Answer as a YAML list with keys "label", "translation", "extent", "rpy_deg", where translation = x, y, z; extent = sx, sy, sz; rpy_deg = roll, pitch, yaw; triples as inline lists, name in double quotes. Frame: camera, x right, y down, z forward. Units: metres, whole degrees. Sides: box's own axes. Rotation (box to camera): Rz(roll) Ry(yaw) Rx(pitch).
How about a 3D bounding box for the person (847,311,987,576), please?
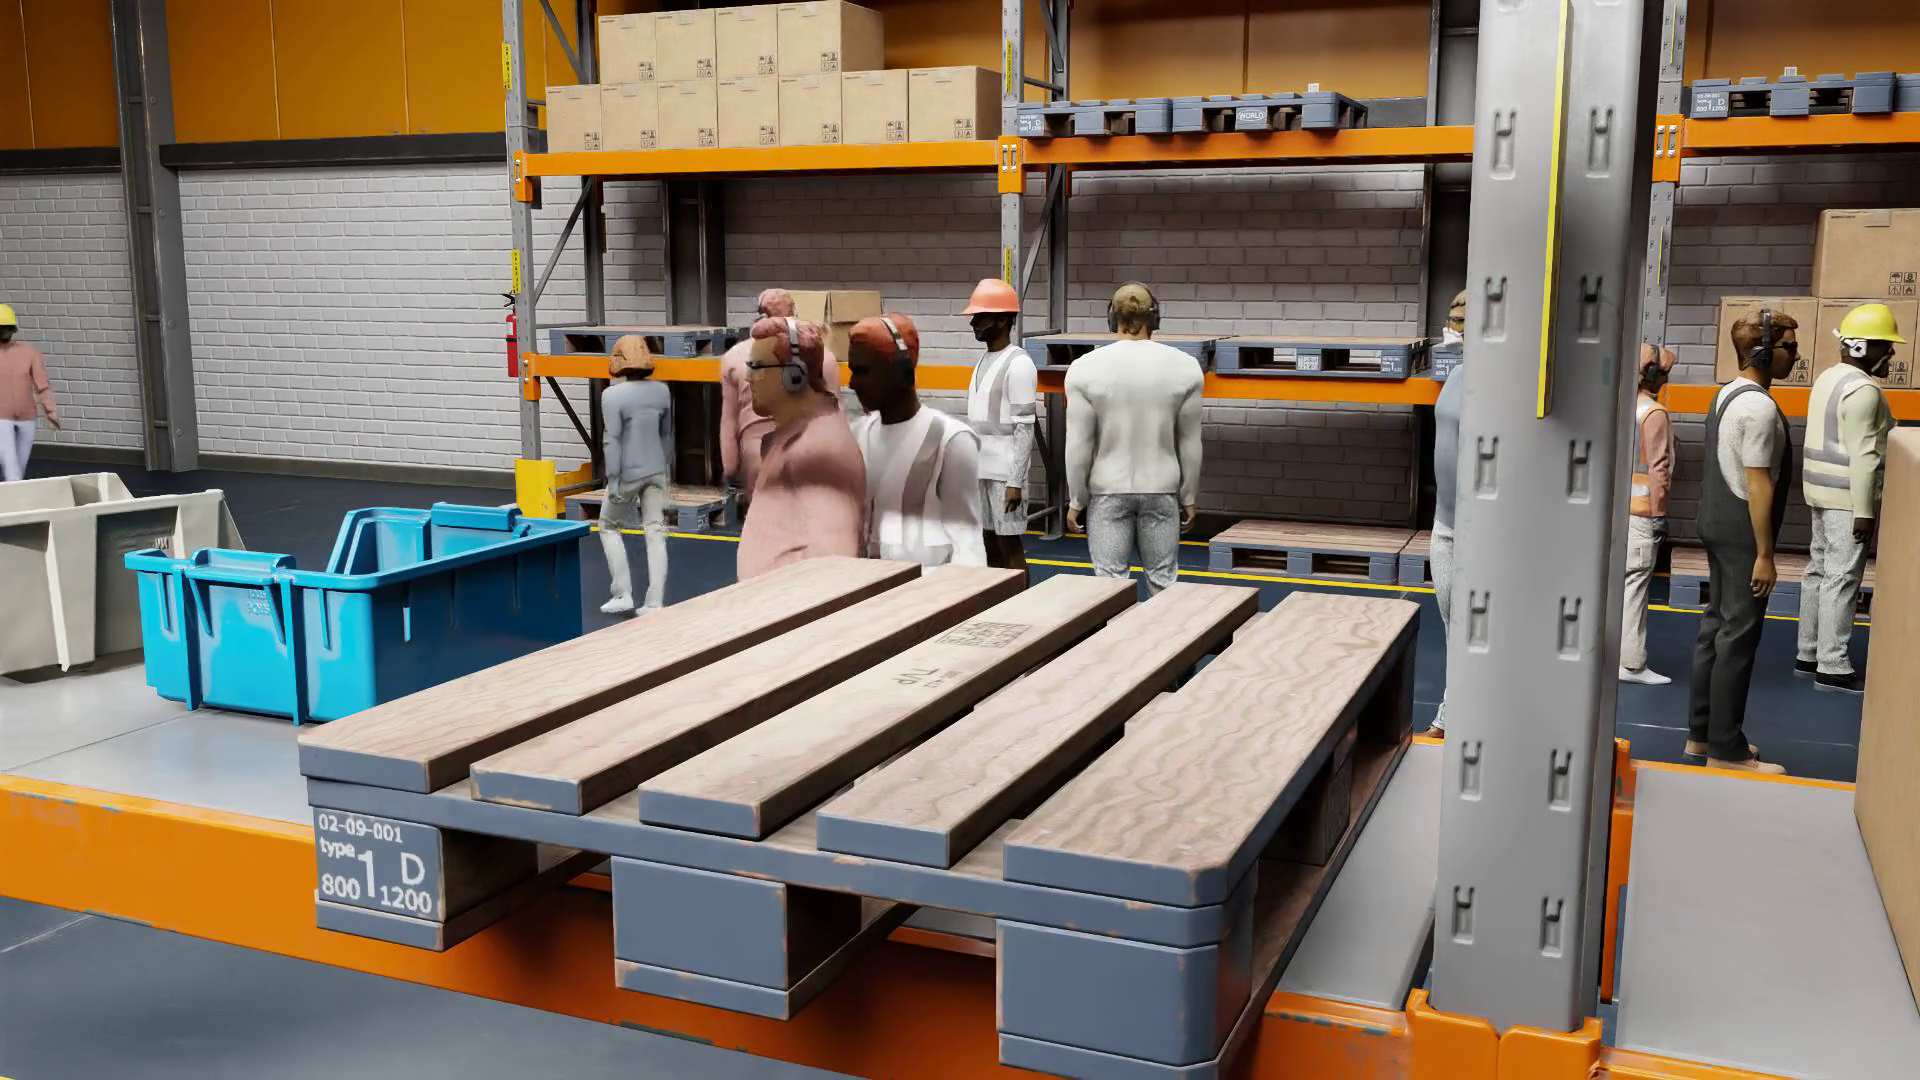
- label: "person"
  translation: [-0.199, 0.259, 5.006]
  extent: [0.450, 1.875, 0.623]
  rpy_deg: [-8, 12, -38]

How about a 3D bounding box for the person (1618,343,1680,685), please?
- label: "person"
  translation: [3.256, -0.128, 8.039]
  extent: [0.310, 1.640, 0.514]
  rpy_deg: [-1, 10, -7]

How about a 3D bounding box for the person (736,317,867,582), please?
- label: "person"
  translation: [-0.547, 0.267, 5.021]
  extent: [1.020, 1.856, 0.647]
  rpy_deg: [-1, 9, -3]

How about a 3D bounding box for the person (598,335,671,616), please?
- label: "person"
  translation: [-1.873, -0.357, 9.472]
  extent: [0.564, 1.609, 0.516]
  rpy_deg: [9, 13, 42]

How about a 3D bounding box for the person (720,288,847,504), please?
- label: "person"
  translation: [-0.931, -0.403, 8.951]
  extent: [0.698, 1.881, 0.482]
  rpy_deg: [1, 10, 4]

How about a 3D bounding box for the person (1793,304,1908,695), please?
- label: "person"
  translation: [4.214, -0.196, 7.878]
  extent: [0.404, 1.827, 0.601]
  rpy_deg: [2, 10, 10]

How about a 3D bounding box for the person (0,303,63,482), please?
- label: "person"
  translation: [-7.081, -0.905, 12.450]
  extent: [0.902, 1.717, 0.537]
  rpy_deg: [8, 12, 39]

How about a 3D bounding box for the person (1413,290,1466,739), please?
- label: "person"
  translation: [2.035, -0.038, 6.606]
  extent: [0.373, 1.940, 0.629]
  rpy_deg: [-1, 10, -7]

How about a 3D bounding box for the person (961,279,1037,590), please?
- label: "person"
  translation: [0.180, -0.361, 8.543]
  extent: [0.360, 1.939, 0.543]
  rpy_deg: [-4, 10, -24]

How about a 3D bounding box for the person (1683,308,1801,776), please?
- label: "person"
  translation: [3.082, 0.022, 6.526]
  extent: [0.335, 1.845, 0.513]
  rpy_deg: [1, 10, 7]

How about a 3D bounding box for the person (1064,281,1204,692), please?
- label: "person"
  translation: [0.778, -0.189, 7.519]
  extent: [0.629, 1.937, 0.378]
  rpy_deg: [-1, 9, -3]
